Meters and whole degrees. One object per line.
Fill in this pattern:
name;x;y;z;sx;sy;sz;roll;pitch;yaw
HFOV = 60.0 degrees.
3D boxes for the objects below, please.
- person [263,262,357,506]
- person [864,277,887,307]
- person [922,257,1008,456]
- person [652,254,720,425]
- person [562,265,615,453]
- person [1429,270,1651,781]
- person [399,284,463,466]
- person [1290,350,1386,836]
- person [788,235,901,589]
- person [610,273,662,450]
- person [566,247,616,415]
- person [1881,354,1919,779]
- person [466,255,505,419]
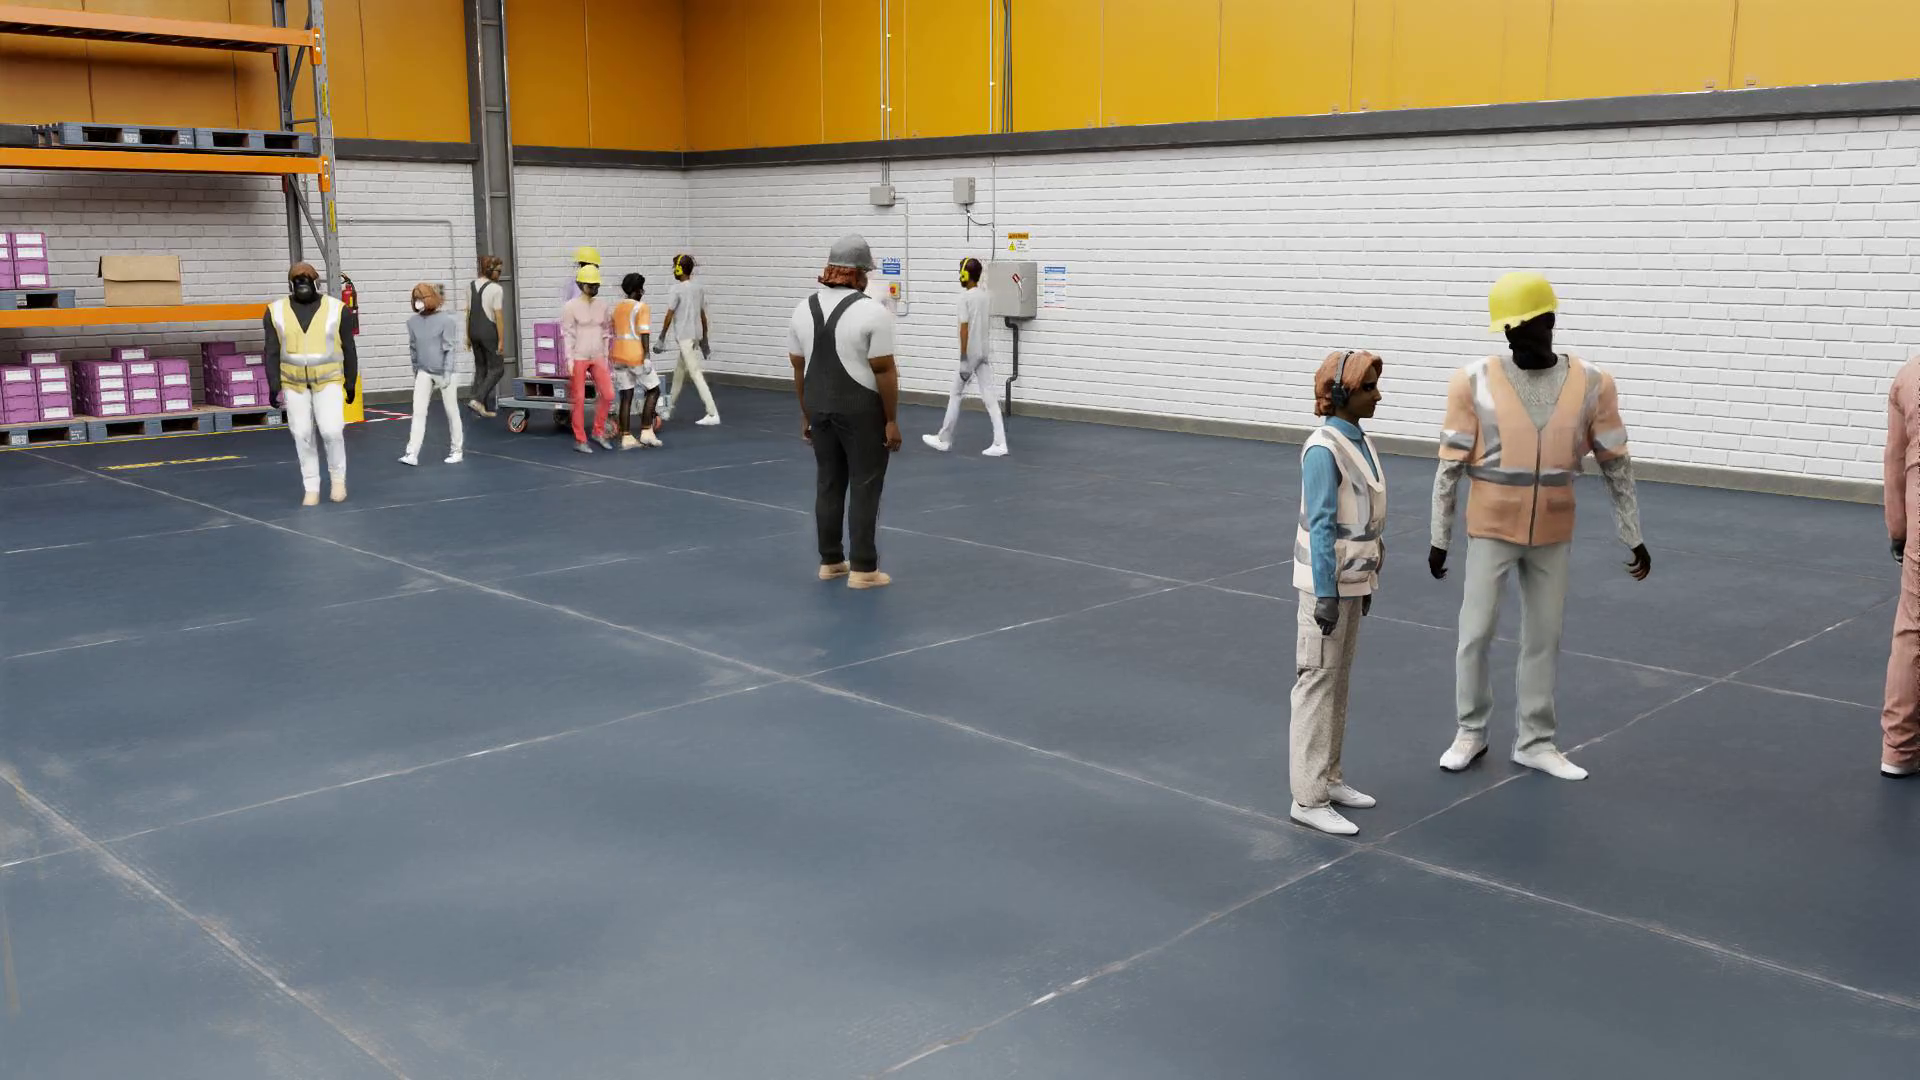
person;-4.849;-1.156;12.449;0.635;1.831;0.440;-2;11;-11
person;-0.954;-1.770;15.609;0.647;1.895;0.622;-7;13;-34
person;0.092;-1.692;15.406;0.995;1.806;0.552;9;14;41
person;-2.986;-2.150;17.891;1.016;1.814;0.513;5;11;24
person;-3.460;-1.666;15.437;0.411;1.753;0.543;10;14;44
person;2.133;-0.035;6.134;0.774;1.904;0.429;0;10;2
person;-4.645;-1.435;14.580;0.511;1.592;0.803;2;11;12
person;1.294;0.170;5.713;0.308;1.640;0.510;5;12;25
person;-0.633;-0.757;9.675;0.700;2.000;0.576;7;13;34
person;-3.069;-1.691;15.764;0.598;1.661;0.496;8;13;39
person;-4.116;-2.302;18.513;0.888;1.881;0.602;-4;11;-21
person;3.672;-0.020;6.021;0.399;1.907;0.644;-4;11;-20
person;-5.225;-2.197;18.171;0.609;1.817;0.457;5;11;25
